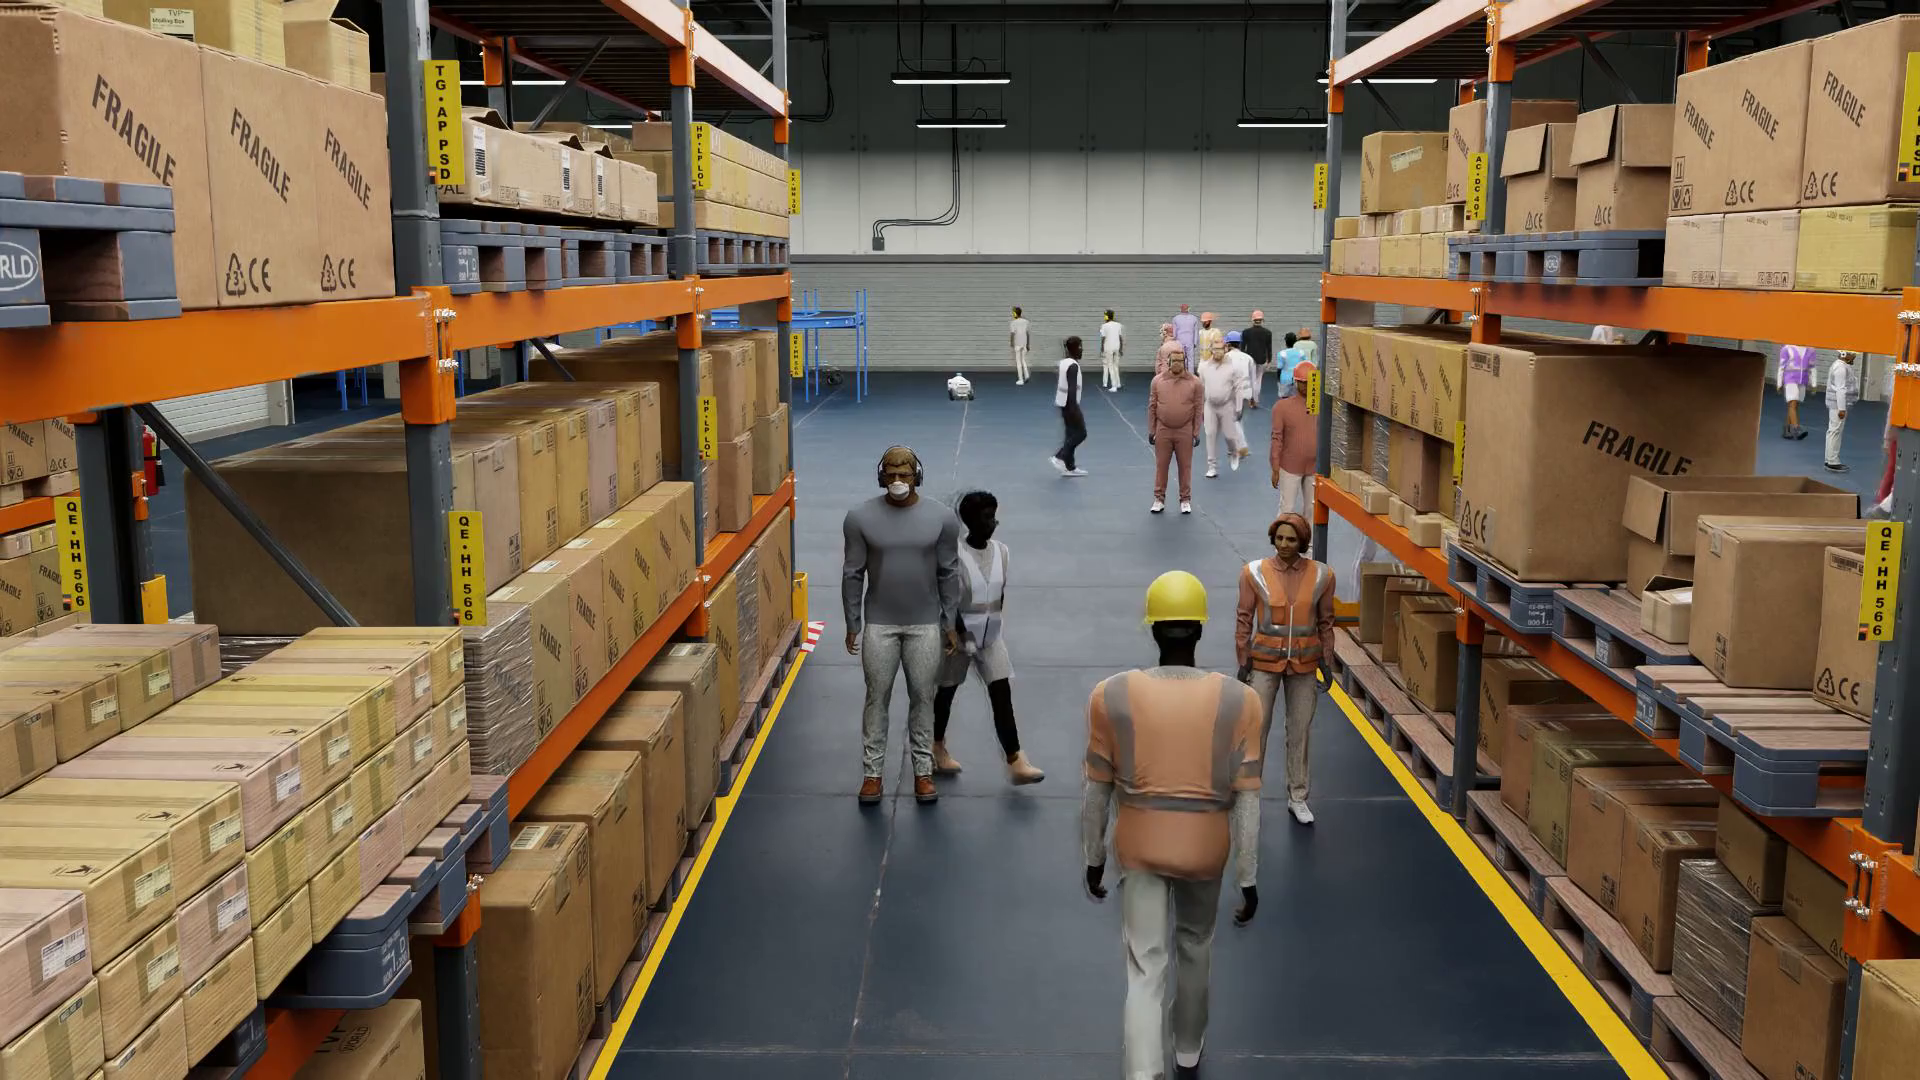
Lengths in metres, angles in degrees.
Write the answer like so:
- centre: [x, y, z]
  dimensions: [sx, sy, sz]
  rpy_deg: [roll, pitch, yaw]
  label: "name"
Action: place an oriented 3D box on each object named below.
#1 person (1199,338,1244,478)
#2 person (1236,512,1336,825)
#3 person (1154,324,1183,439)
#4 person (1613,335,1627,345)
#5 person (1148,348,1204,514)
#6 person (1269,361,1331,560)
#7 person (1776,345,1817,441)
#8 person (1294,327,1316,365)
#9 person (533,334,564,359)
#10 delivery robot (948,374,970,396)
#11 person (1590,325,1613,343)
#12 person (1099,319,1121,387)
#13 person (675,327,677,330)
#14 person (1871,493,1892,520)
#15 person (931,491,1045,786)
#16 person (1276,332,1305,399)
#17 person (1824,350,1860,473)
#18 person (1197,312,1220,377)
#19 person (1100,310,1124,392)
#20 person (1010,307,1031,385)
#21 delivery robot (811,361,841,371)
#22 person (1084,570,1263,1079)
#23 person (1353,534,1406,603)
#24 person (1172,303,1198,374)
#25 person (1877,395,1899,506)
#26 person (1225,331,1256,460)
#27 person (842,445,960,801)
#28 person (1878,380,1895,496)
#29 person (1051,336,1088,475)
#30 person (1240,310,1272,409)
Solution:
- centre: [3.555, -1.810, 22.639]
  dimensions: [0.668, 1.889, 0.630]
  rpy_deg: [5, 11, 27]
  label: "person"
- centre: [1.677, 0.661, 8.596]
  dimensions: [0.515, 1.636, 0.315]
  rpy_deg: [0, 9, 0]
  label: "person"
- centre: [3.406, -2.601, 27.351]
  dimensions: [0.404, 1.902, 0.636]
  rpy_deg: [5, 11, 26]
  label: "person"
- centre: [9.895, -2.176, 25.103]
  dimensions: [0.525, 1.797, 0.940]
  rpy_deg: [9, 13, 42]
  label: "person"
- centre: [2.498, -1.271, 19.347]
  dimensions: [0.642, 1.913, 0.410]
  rpy_deg: [2, 10, 12]
  label: "person"
- centre: [3.192, -0.676, 15.529]
  dimensions: [0.622, 1.993, 0.383]
  rpy_deg: [-2, 10, -12]
  label: "person"
- centre: [13.720, -2.567, 27.161]
  dimensions: [0.569, 1.888, 0.957]
  rpy_deg: [0, 9, -1]
  label: "person"
- centre: [6.876, -3.439, 33.213]
  dimensions: [0.513, 1.613, 0.607]
  rpy_deg: [-4, 10, -23]
  label: "person"
- centre: [-6.597, -2.557, 27.046]
  dimensions: [0.564, 1.906, 0.791]
  rpy_deg: [2, 10, 13]
  label: "person"
- centre: [-0.019, -3.301, 35.409]
  dimensions: [0.477, 0.478, 0.707]
  rpy_deg: [-2, 10, -14]
  label: "delivery robot"
- centre: [14.059, -4.109, 36.690]
  dimensions: [0.845, 1.799, 0.628]
  rpy_deg: [8, 13, 41]
  label: "person"
- centre: [3.497, -4.371, 38.723]
  dimensions: [0.515, 1.641, 0.315]
  rpy_deg: [1, 10, 5]
  label: "person"
- centre: [-5.350, -3.378, 31.895]
  dimensions: [0.377, 1.932, 0.552]
  rpy_deg: [4, 10, 23]
  label: "person"
- centre: [10.509, -1.031, 18.108]
  dimensions: [0.937, 1.850, 0.590]
  rpy_deg: [3, 10, 19]
  label: "person"
- centre: [0.098, 0.545, 9.237]
  dimensions: [0.529, 1.640, 0.850]
  rpy_deg: [-7, 12, -35]
  label: "person"
- centre: [5.785, -2.783, 29.055]
  dimensions: [0.548, 1.684, 0.473]
  rpy_deg: [-2, 10, -10]
  label: "person"
- centre: [12.302, -1.872, 23.212]
  dimensions: [0.403, 1.823, 0.586]
  rpy_deg: [4, 10, 22]
  label: "person"
- centre: [5.129, -3.730, 34.154]
  dimensions: [0.550, 1.900, 0.971]
  rpy_deg: [8, 12, 40]
  label: "person"
- centre: [3.433, -4.281, 37.607]
  dimensions: [0.543, 1.838, 0.473]
  rpy_deg: [-5, 11, -28]
  label: "person"
- centre: [1.423, -4.641, 39.729]
  dimensions: [0.529, 1.848, 0.380]
  rpy_deg: [-5, 11, -29]
  label: "person"
- centre: [-3.199, -4.152, 39.725]
  dimensions: [0.698, 0.223, 0.335]
  rpy_deg: [3, 10, 18]
  label: "delivery robot"
- centre: [0.709, 1.044, 5.622]
  dimensions: [0.590, 1.876, 0.988]
  rpy_deg: [1, 10, 7]
  label: "person"
- centre: [3.482, -0.258, 13.468]
  dimensions: [0.494, 1.845, 0.689]
  rpy_deg: [-8, 12, -39]
  label: "person"
- centre: [5.493, -4.835, 40.734]
  dimensions: [0.643, 1.902, 0.400]
  rpy_deg: [0, 9, -3]
  label: "person"
- centre: [10.798, -1.140, 19.056]
  dimensions: [0.637, 1.736, 0.523]
  rpy_deg: [-8, 13, -41]
  label: "person"
- centre: [4.152, -2.143, 24.671]
  dimensions: [0.619, 1.891, 0.783]
  rpy_deg: [-6, 11, -30]
  label: "person"
- centre: [-0.316, 0.451, 8.950]
  dimensions: [0.634, 1.938, 0.355]
  rpy_deg: [-1, 9, -4]
  label: "person"
- centre: [11.561, -1.388, 20.104]
  dimensions: [0.584, 1.887, 0.885]
  rpy_deg: [-4, 10, -24]
  label: "person"
- centre: [1.526, -1.826, 22.669]
  dimensions: [0.440, 1.908, 0.613]
  rpy_deg: [-1, 10, -6]
  label: "person"
- centre: [5.925, -3.613, 33.256]
  dimensions: [0.609, 1.958, 0.978]
  rpy_deg: [-1, 9, -4]
  label: "person"
